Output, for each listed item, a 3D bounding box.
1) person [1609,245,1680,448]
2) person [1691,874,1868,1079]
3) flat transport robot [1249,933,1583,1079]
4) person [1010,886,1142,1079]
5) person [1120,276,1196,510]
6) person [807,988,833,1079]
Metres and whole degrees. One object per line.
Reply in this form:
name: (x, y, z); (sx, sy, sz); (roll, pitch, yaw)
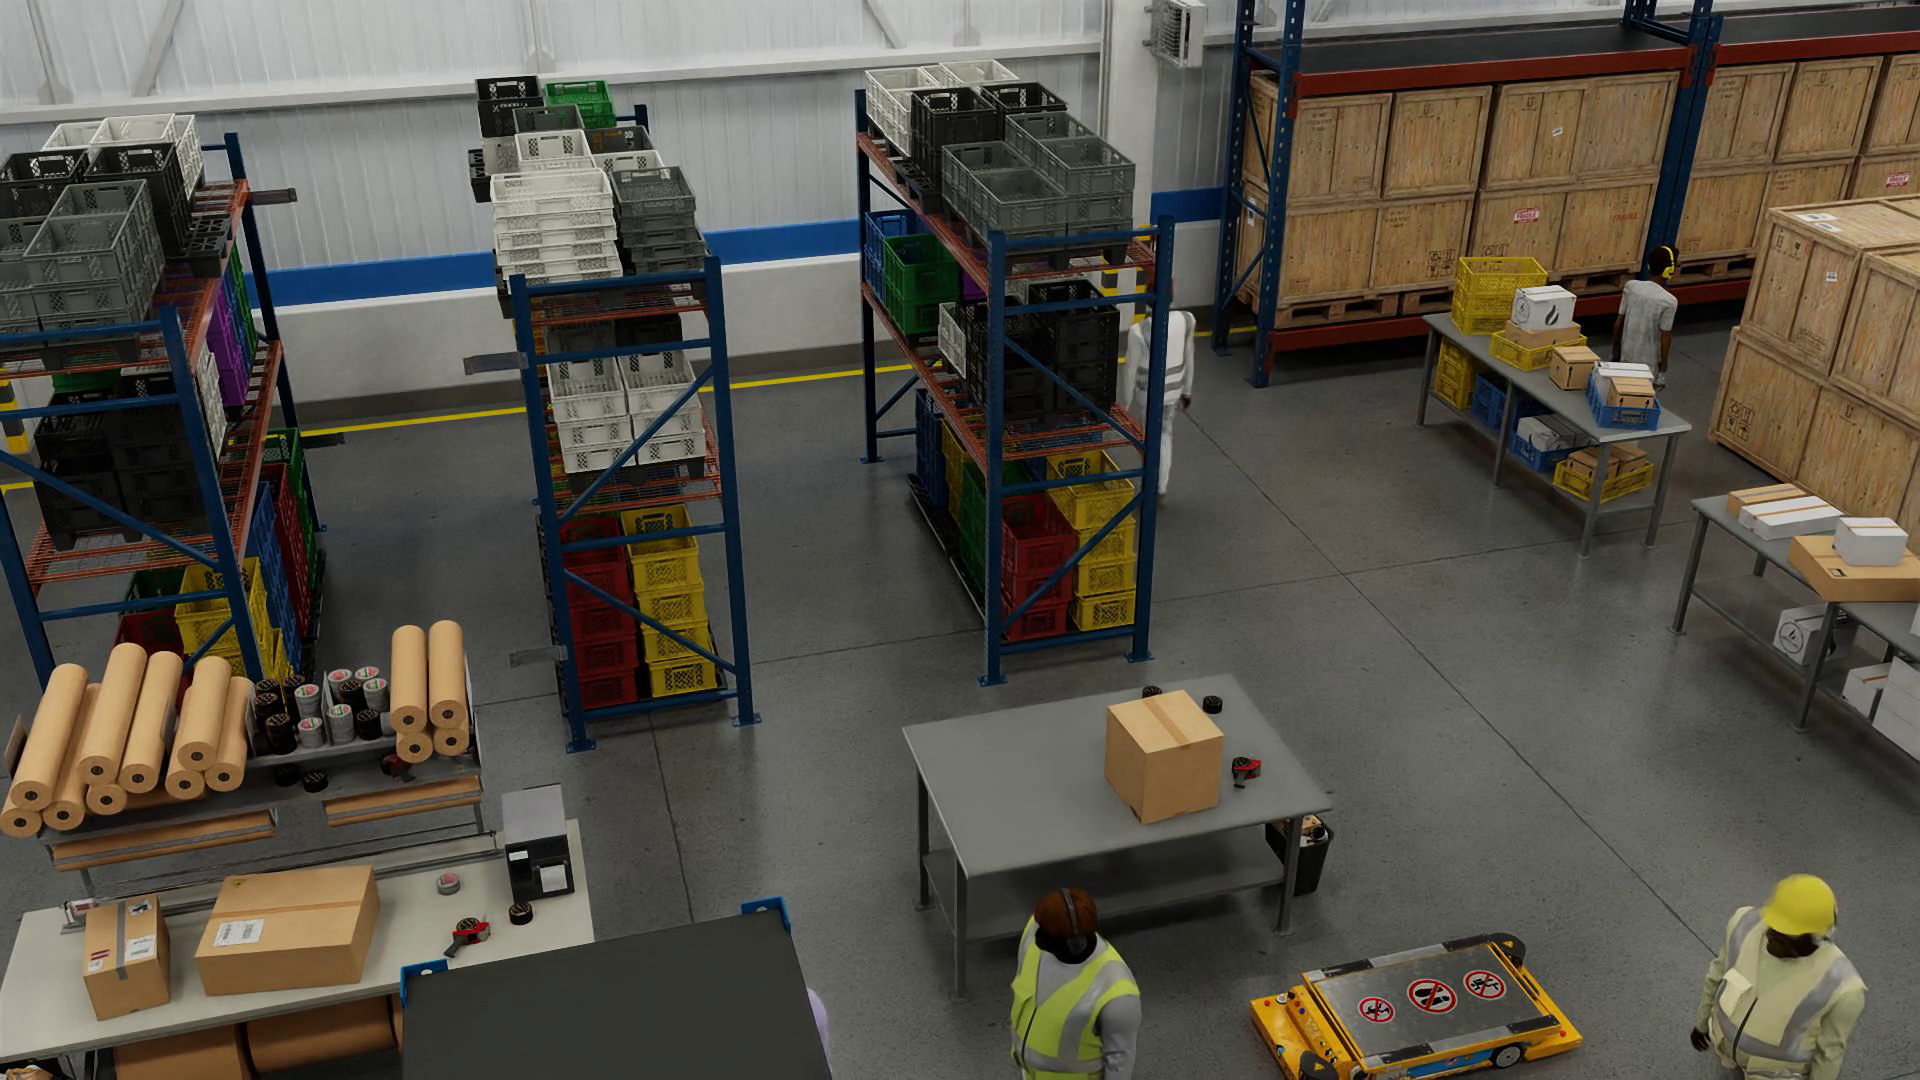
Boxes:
person: (5.334, -1.408, 13.049); (0.309, 1.868, 0.534); (-16, 32, -26)
person: (3.242, 2.079, 6.753); (0.403, 1.826, 0.596); (-16, 32, -26)
flat transport robot: (2.184, 2.282, 7.980); (1.431, 0.197, 0.652); (-8, 30, -14)
person: (0.416, 2.118, 6.665); (0.430, 1.840, 0.620); (-19, 34, -31)
person: (1.461, -1.092, 12.463); (0.602, 1.881, 0.394); (-16, 32, -26)
person: (-0.778, 2.275, 6.293); (0.669, 1.928, 0.396); (-19, 34, -31)
